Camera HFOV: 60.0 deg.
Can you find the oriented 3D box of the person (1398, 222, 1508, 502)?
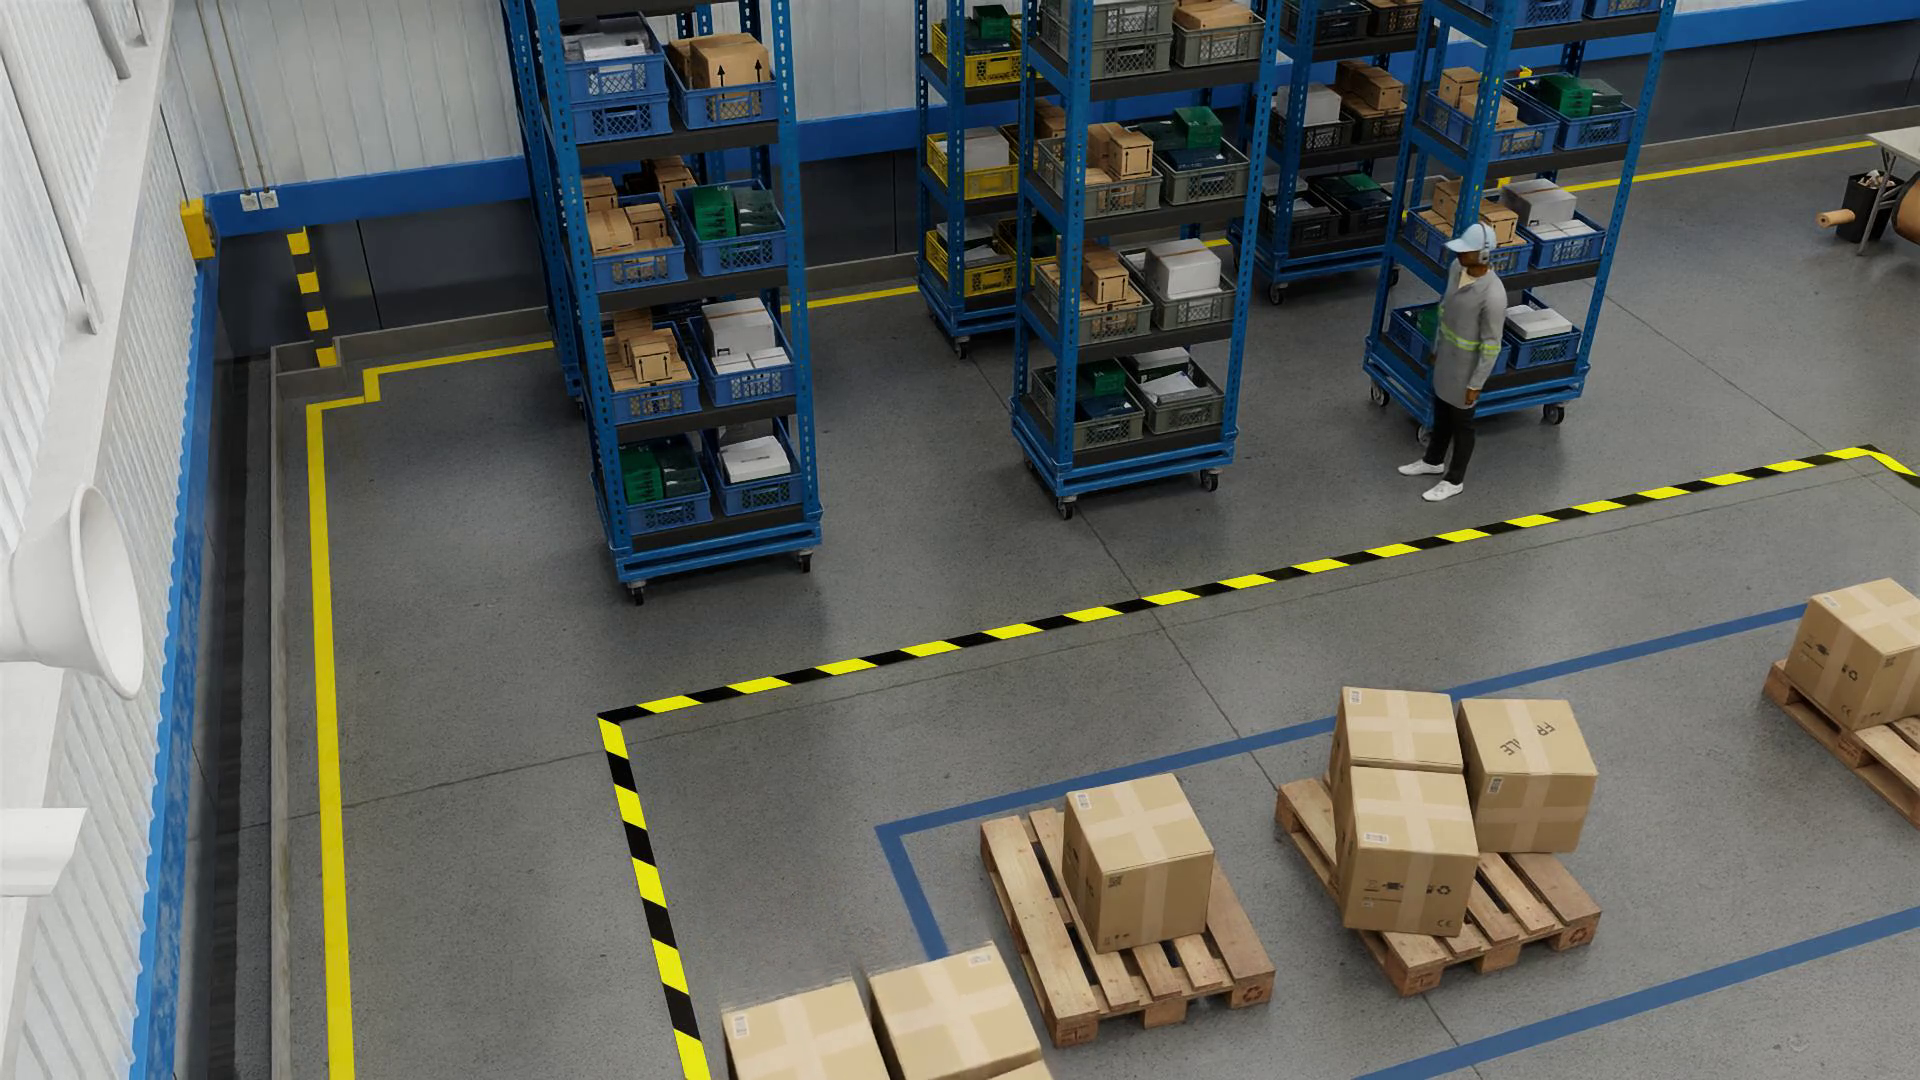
[{"bbox_3d":[3.052,-1.091,10.229,0.398,1.852,0.589,-7,36,-10],"label":"person"}]
